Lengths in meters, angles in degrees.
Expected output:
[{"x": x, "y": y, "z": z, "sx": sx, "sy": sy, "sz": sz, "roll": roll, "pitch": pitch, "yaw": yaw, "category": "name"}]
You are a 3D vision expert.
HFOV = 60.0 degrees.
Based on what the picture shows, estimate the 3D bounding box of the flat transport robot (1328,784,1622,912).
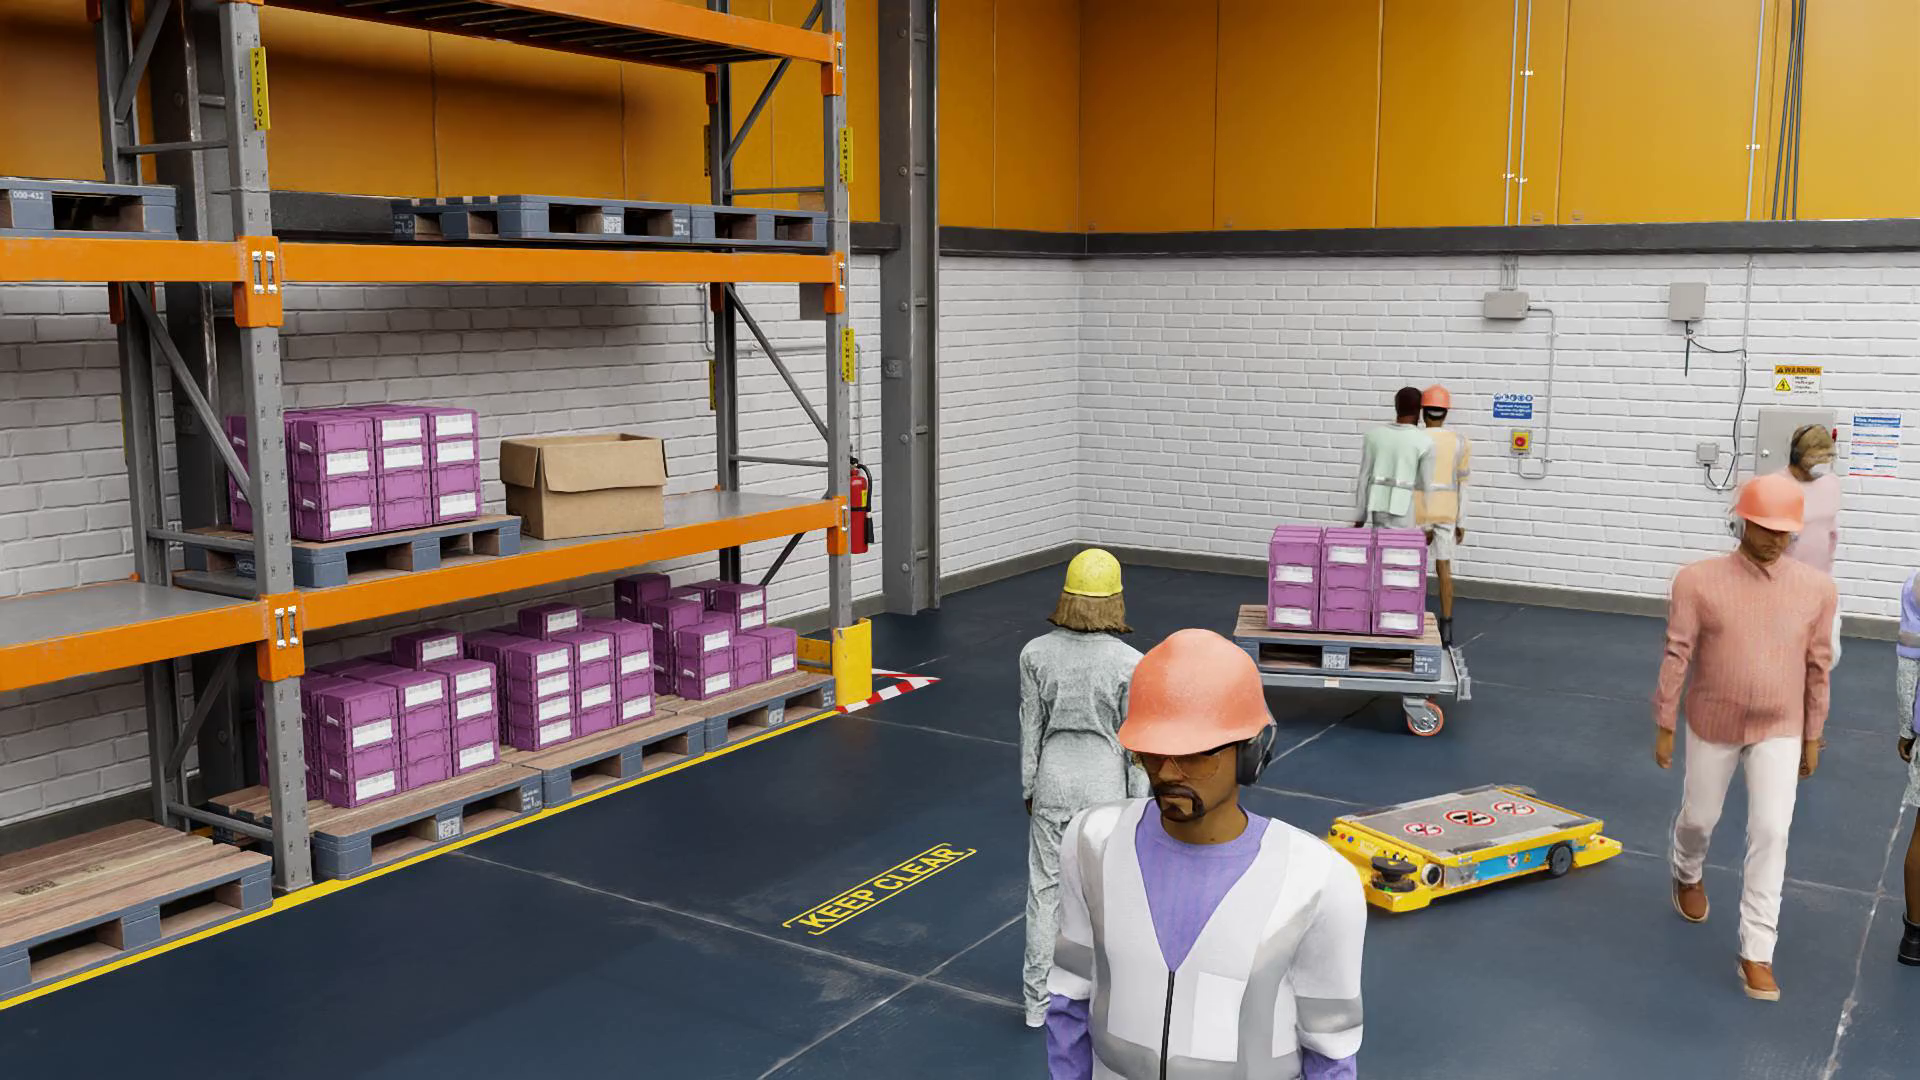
[{"x": 2.259, "y": 1.369, "z": 7.548, "sx": 1.431, "sy": 0.197, "sz": 0.652, "roll": -5, "pitch": 10, "yaw": -30, "category": "flat transport robot"}]

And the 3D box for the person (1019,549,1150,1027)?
[{"x": 0.446, "y": 0.892, "z": 5.921, "sx": 0.485, "sy": 1.737, "sz": 0.320, "roll": 3, "pitch": 9, "yaw": 21, "category": "person"}]

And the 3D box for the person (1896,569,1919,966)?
[{"x": 3.881, "y": 0.719, "z": 6.375, "sx": 0.545, "sy": 1.938, "sz": 0.355, "roll": 9, "pitch": 12, "yaw": 44, "category": "person"}]

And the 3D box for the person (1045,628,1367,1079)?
[{"x": 0.428, "y": 1.169, "z": 3.110, "sx": 0.605, "sy": 2.045, "sz": 0.377, "roll": 4, "pitch": 10, "yaw": 27, "category": "person"}]

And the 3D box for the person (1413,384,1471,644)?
[{"x": 3.484, "y": -0.183, "z": 12.336, "sx": 0.554, "sy": 1.949, "sz": 0.475, "roll": 0, "pitch": 9, "yaw": 1, "category": "person"}]

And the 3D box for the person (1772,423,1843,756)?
[{"x": 4.654, "y": 0.285, "z": 9.294, "sx": 0.659, "sy": 1.906, "sz": 0.461, "roll": -3, "pitch": 9, "yaw": -19, "category": "person"}]

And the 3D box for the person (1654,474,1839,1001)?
[{"x": 3.047, "y": 0.691, "z": 6.522, "sx": 0.630, "sy": 1.954, "sz": 0.964, "roll": 2, "pitch": 9, "yaw": 16, "category": "person"}]

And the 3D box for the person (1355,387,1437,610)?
[{"x": 3.245, "y": -0.189, "z": 12.386, "sx": 0.435, "sy": 1.913, "sz": 0.611, "roll": -9, "pitch": 12, "yaw": -44, "category": "person"}]
